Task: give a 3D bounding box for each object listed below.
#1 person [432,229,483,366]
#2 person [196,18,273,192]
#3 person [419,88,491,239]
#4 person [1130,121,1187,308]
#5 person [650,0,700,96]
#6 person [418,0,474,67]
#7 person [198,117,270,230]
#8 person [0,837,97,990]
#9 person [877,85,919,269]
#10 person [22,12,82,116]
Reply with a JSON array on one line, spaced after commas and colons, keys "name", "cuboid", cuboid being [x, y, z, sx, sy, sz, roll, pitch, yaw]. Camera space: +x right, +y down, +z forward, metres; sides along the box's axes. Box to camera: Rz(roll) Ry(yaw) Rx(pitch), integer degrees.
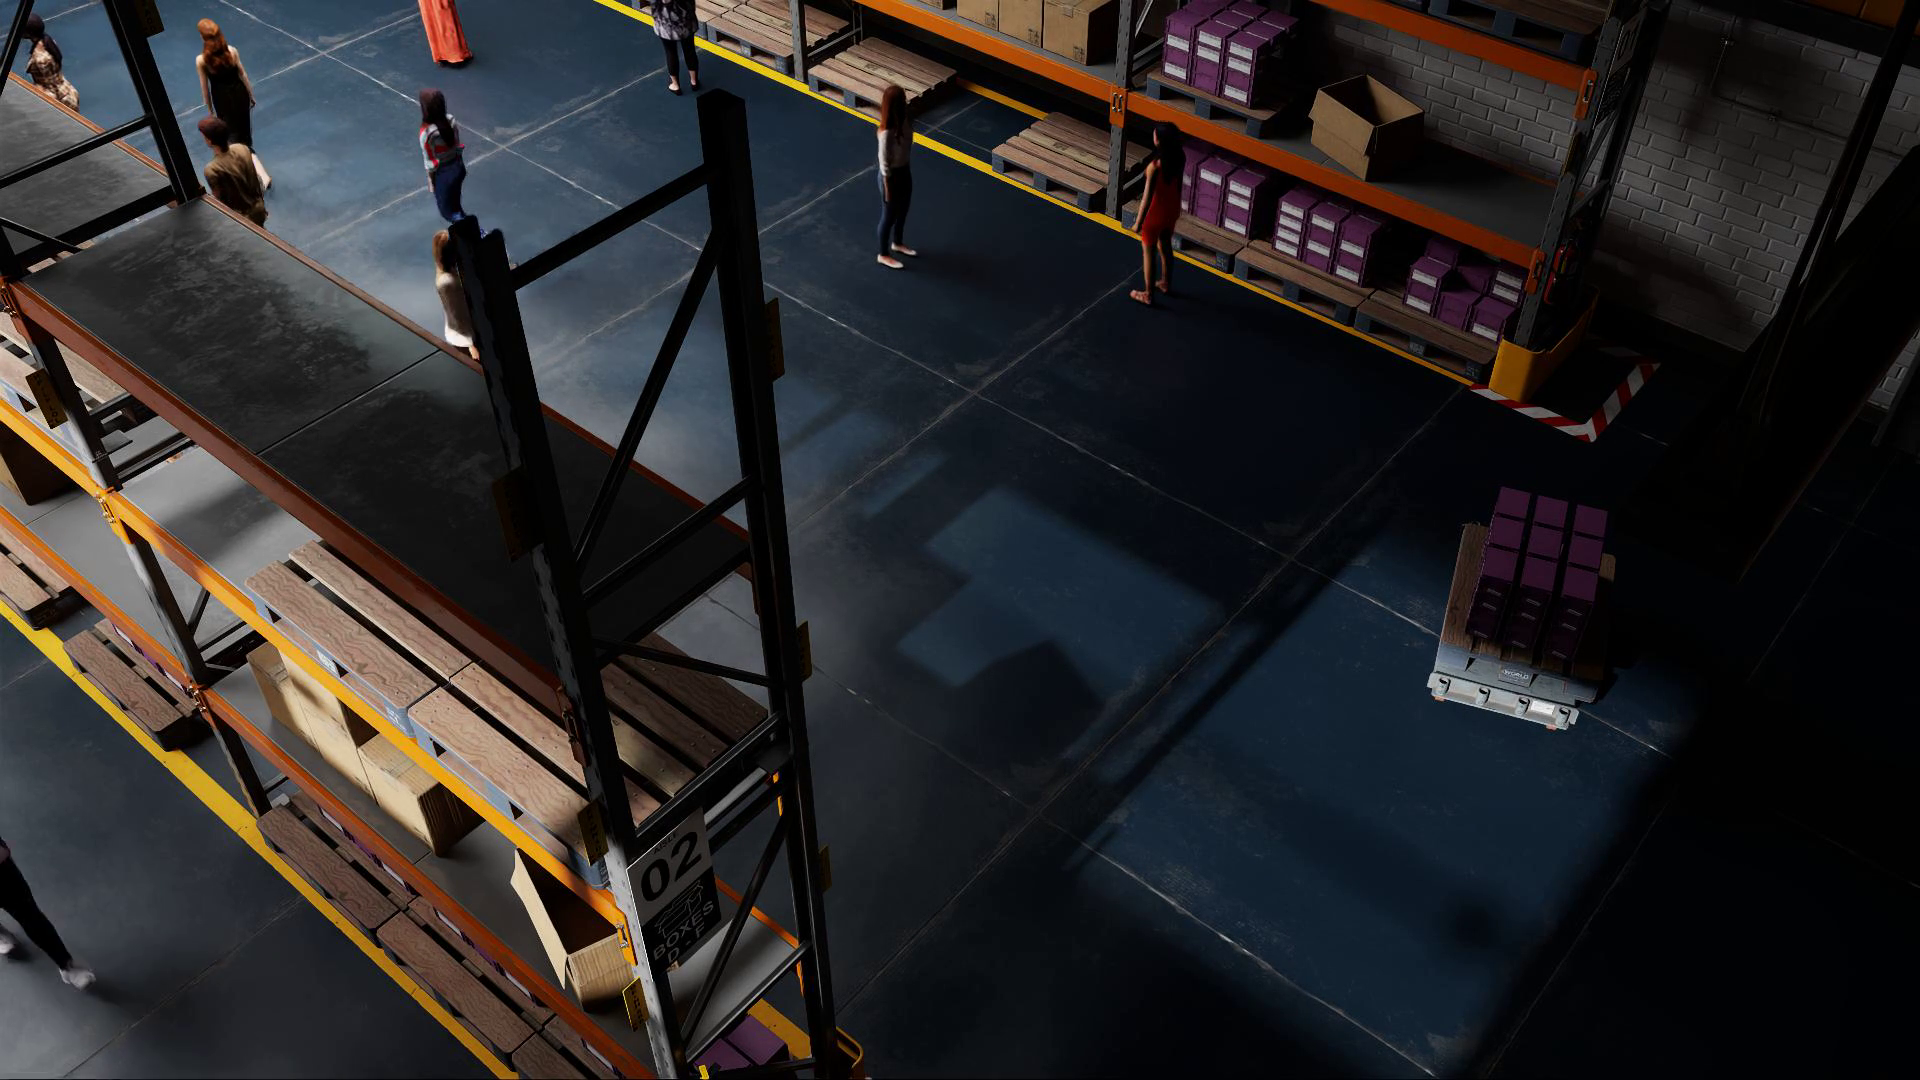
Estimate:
[{"name": "person", "cuboid": [-3.803, -1.522, 12.527, 0.975, 1.841, 0.953, -9, 44, -9]}, {"name": "person", "cuboid": [-6.648, -3.971, 15.277, 1.066, 1.594, 0.630, 34, 53, 30]}, {"name": "person", "cuboid": [-4.376, -3.147, 14.407, 0.951, 1.601, 0.759, 17, 46, 17]}, {"name": "person", "cuboid": [1.684, -2.701, 13.856, 0.637, 1.716, 0.595, -31, 52, -29]}, {"name": "person", "cuboid": [-2.842, -5.229, 16.566, 0.734, 1.638, 0.762, -17, 46, -17]}, {"name": "person", "cuboid": [-5.383, -5.705, 16.947, 0.675, 1.802, 0.782, 9, 44, 10]}, {"name": "person", "cuboid": [-5.840, -2.628, 13.678, 1.052, 1.856, 0.883, 12, 45, 13]}, {"name": "person", "cuboid": [-5.487, 1.760, 9.084, 1.196, 1.838, 0.750, 25, 49, 24]}, {"name": "person", "cuboid": [-0.580, -3.134, 14.304, 0.601, 1.724, 0.622, 19, 47, 19]}, {"name": "person", "cuboid": [-8.142, -3.956, 15.116, 0.739, 1.795, 0.660, -9, 44, -9]}]
